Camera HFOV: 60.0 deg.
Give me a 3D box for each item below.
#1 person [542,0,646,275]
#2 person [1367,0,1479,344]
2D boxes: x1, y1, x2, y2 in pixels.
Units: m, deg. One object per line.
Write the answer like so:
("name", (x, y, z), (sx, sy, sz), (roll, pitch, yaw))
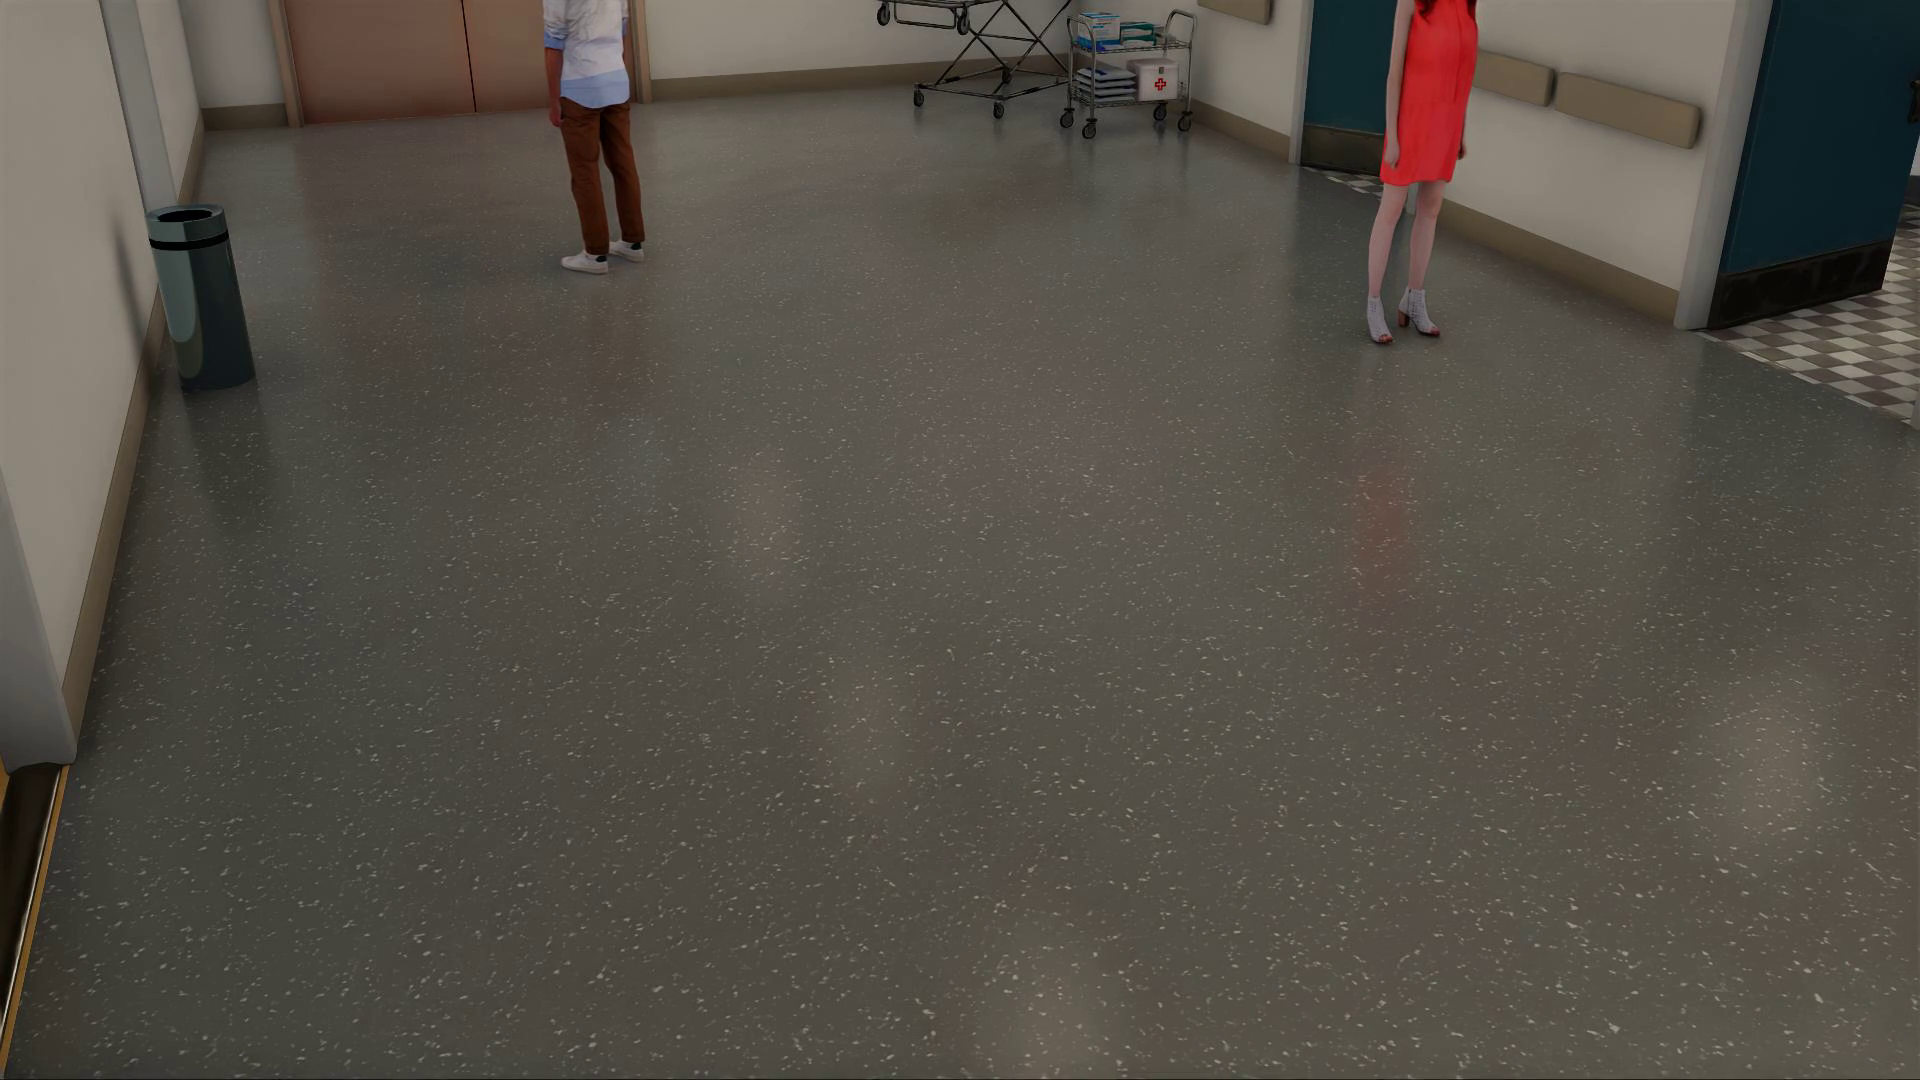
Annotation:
("person", (-1.818, -2.253, 8.225), (0.777, 1.822, 0.759), (16, 30, 30))
("person", (2.009, -1.776, 7.228), (0.597, 1.828, 0.520), (-11, 28, -22))
